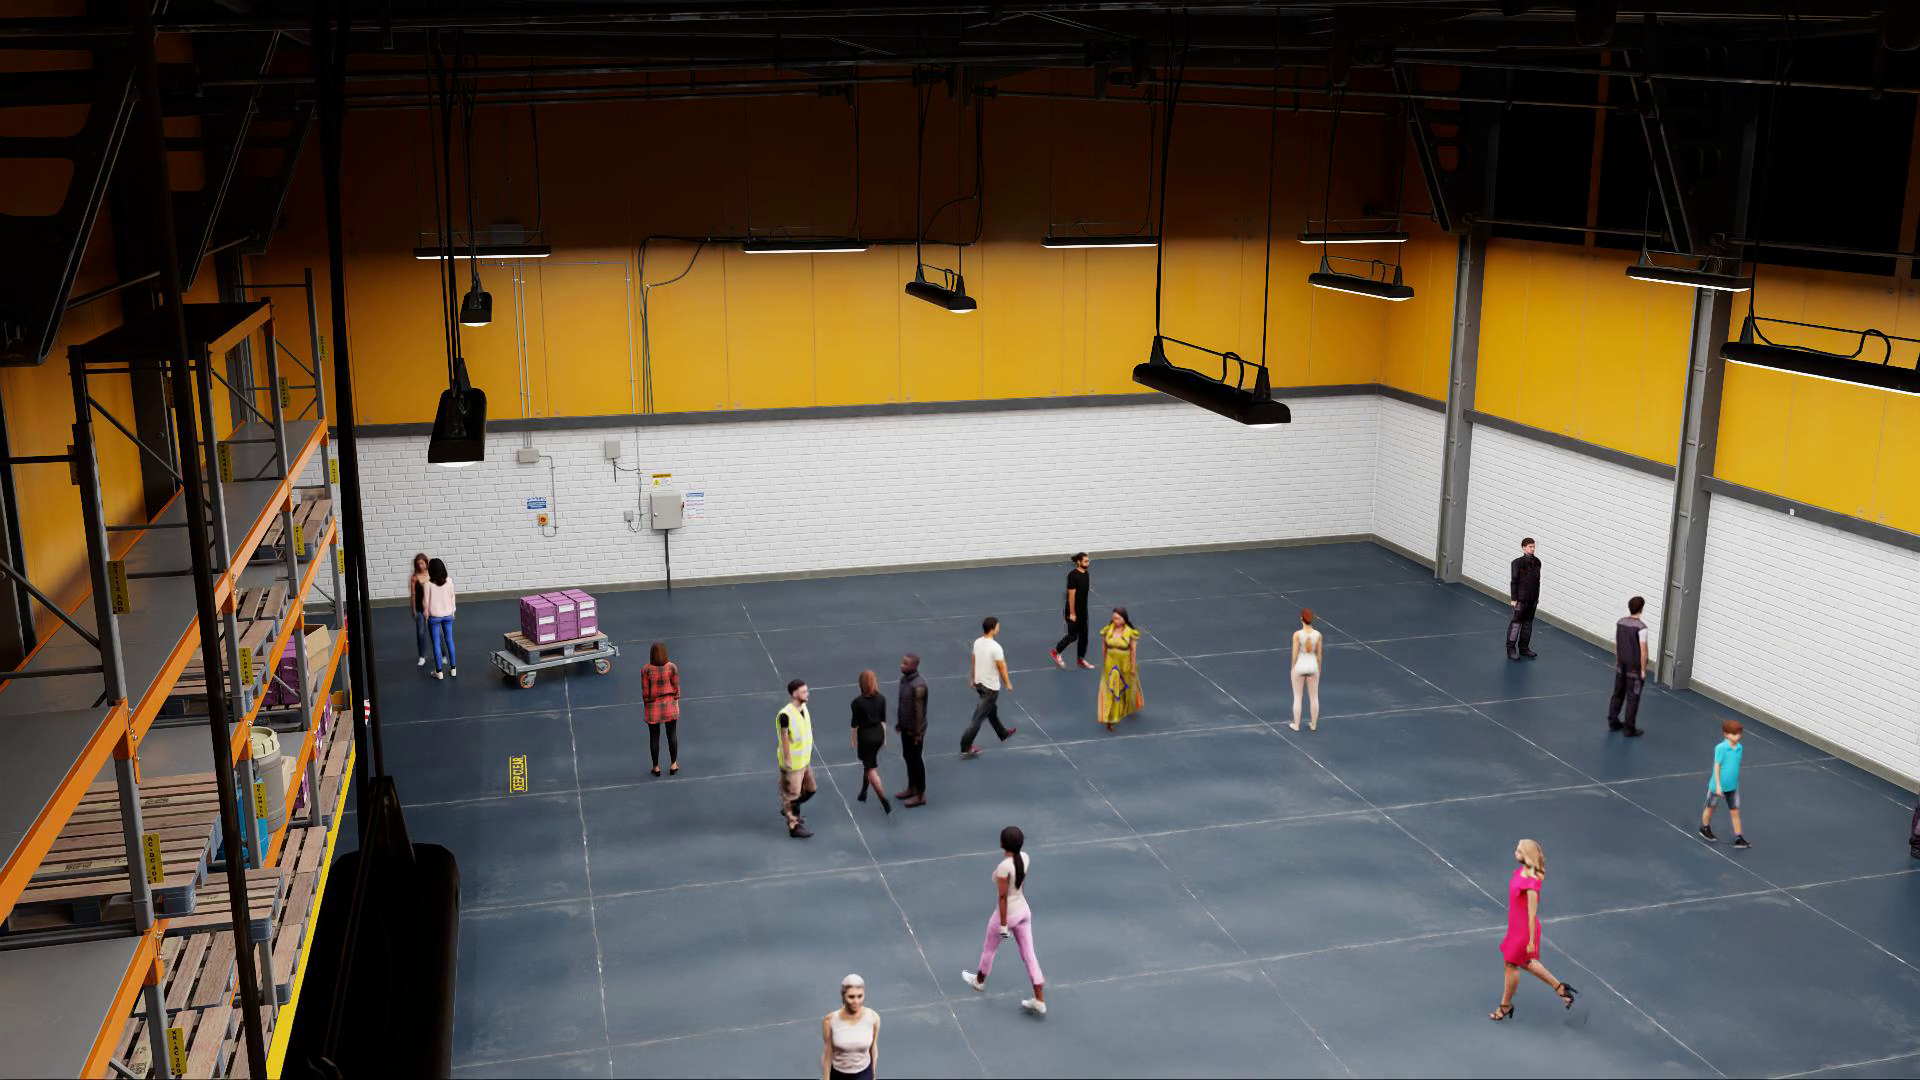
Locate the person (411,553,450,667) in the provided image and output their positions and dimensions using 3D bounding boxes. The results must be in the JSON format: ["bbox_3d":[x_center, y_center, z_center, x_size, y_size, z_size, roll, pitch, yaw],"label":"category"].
[{"bbox_3d":[-7.828,1.013,24.474,0.602,1.705,0.531,-4,14,-17],"label":"person"}]

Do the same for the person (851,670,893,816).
[{"bbox_3d":[-0.990,2.353,19.016,0.811,1.670,1.149,-9,16,-32],"label":"person"}]

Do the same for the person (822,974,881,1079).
[{"bbox_3d":[-0.846,3.971,12.337,0.673,1.668,1.190,-2,14,-9],"label":"person"}]

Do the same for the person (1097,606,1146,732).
[{"bbox_3d":[2.134,1.661,21.978,1.158,1.621,1.431,3,14,12],"label":"person"}]

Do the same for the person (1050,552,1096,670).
[{"bbox_3d":[1.657,1.022,24.344,1.025,1.750,0.938,9,16,31],"label":"person"}]

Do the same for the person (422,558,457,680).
[{"bbox_3d":[-7.473,1.114,23.918,0.714,1.770,0.683,-10,17,-36],"label":"person"}]

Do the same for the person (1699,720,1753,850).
[{"bbox_3d":[8.362,2.654,18.307,0.571,1.419,0.906,-2,14,-9],"label":"person"}]

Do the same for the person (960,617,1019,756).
[{"bbox_3d":[0.260,1.872,20.839,0.990,1.747,1.202,-10,17,-35],"label":"person"}]

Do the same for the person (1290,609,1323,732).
[{"bbox_3d":[4.530,1.698,21.777,0.588,1.644,0.521,-1,14,-4],"label":"person"}]

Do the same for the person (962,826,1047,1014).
[{"bbox_3d":[0.529,3.384,14.717,1.198,1.688,1.012,11,18,39],"label":"person"}]

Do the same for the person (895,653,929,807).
[{"bbox_3d":[-0.544,2.185,19.358,0.782,1.835,0.557,-6,15,-22],"label":"person"}]

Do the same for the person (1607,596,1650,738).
[{"bbox_3d":[8.706,1.630,21.626,0.746,1.848,0.547,-6,15,-24],"label":"person"}]

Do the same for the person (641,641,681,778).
[{"bbox_3d":[-3.635,2.040,20.244,0.607,1.700,0.543,-3,14,-13],"label":"person"}]

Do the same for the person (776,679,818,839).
[{"bbox_3d":[-1.893,2.405,18.451,0.934,1.834,0.867,6,15,22],"label":"person"}]

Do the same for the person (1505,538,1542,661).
[{"bbox_3d":[8.418,0.861,24.818,0.763,1.839,0.650,-7,15,-27],"label":"person"}]

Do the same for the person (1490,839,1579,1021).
[{"bbox_3d":[5.019,3.427,14.509,0.885,1.703,0.973,3,14,10],"label":"person"}]
